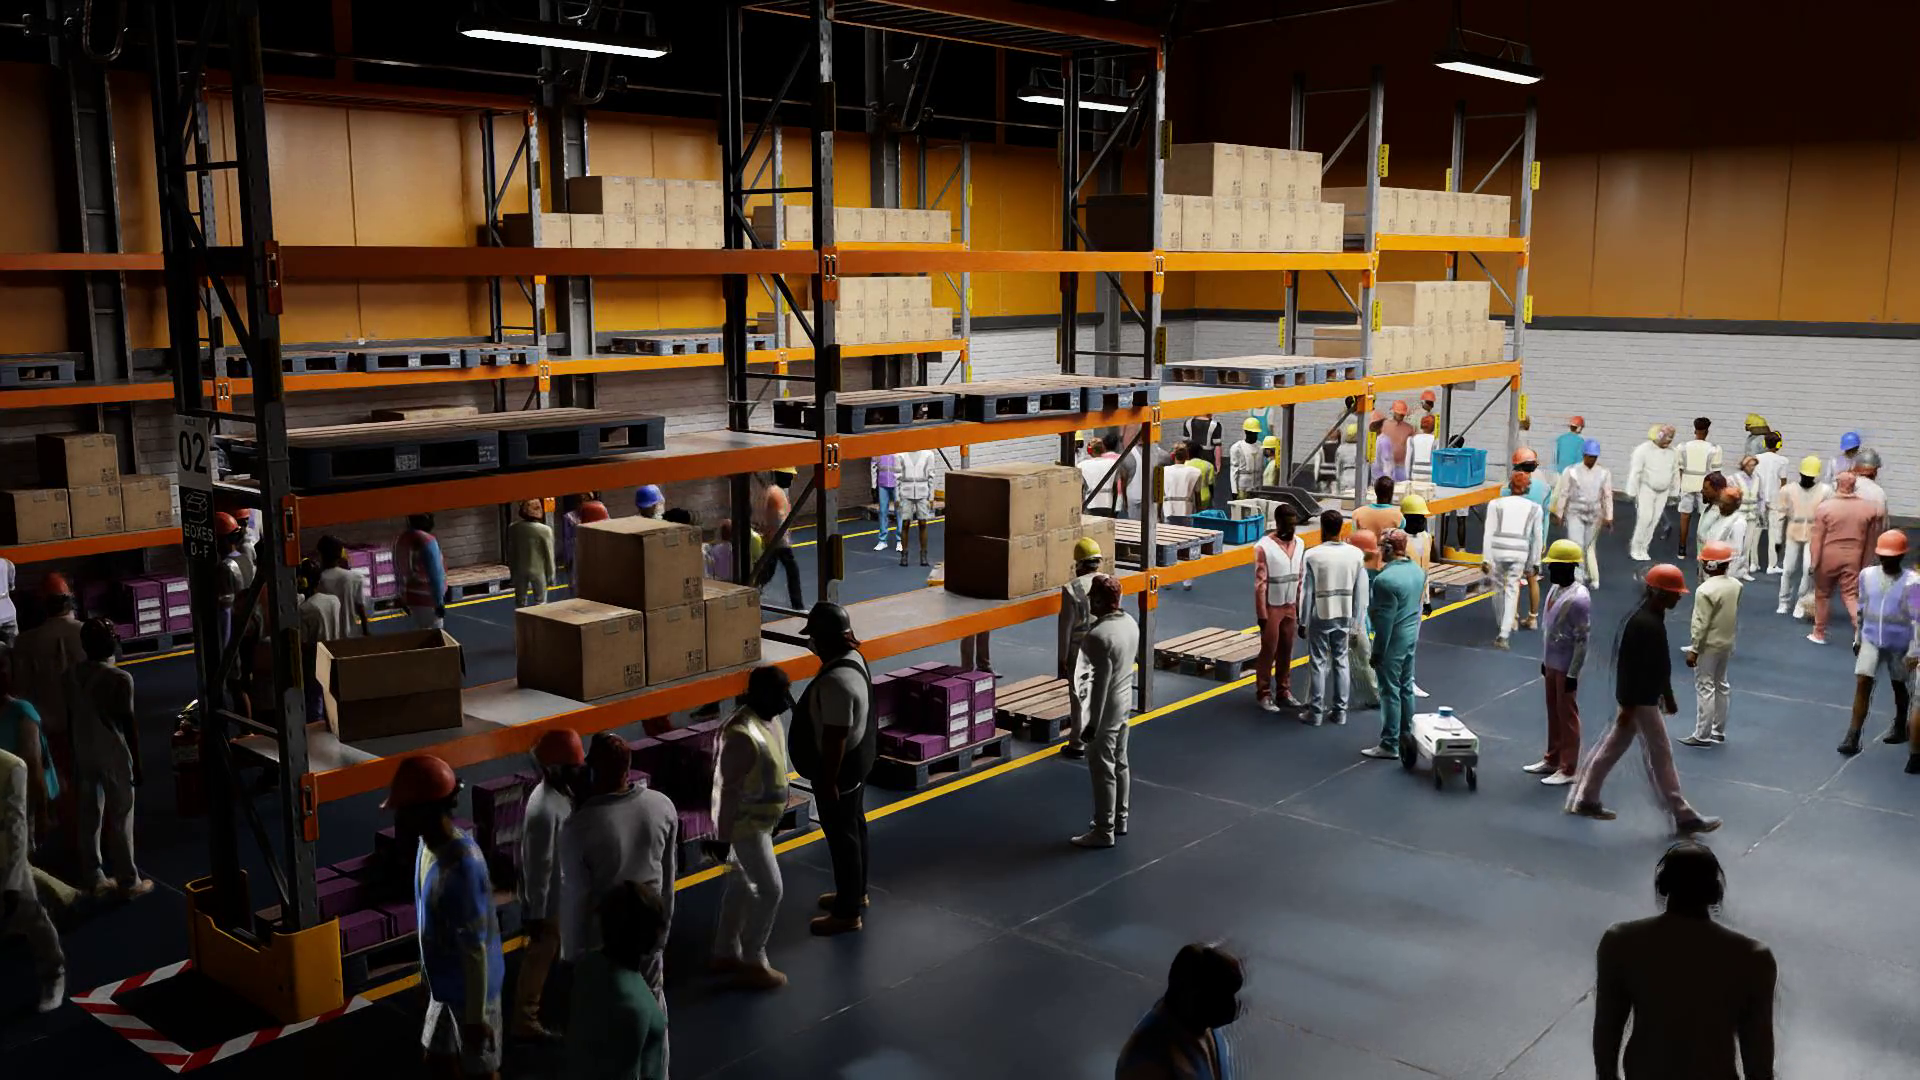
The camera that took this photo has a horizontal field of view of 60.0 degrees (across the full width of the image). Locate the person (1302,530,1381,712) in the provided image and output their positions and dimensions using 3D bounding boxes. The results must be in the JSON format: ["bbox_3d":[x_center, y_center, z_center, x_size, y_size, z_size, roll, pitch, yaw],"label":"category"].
[{"bbox_3d":[3.512,0.741,14.962,0.917,1.687,0.557,-3,10,-18],"label":"person"}]

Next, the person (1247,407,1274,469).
[{"bbox_3d":[5.270,-1.720,29.227,0.519,1.817,0.478,5,11,27],"label":"person"}]

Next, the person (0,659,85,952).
[{"bbox_3d":[-5.509,1.542,9.726,0.635,1.818,0.507,6,11,33],"label":"person"}]

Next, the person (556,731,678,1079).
[{"bbox_3d":[-1.620,1.828,7.774,0.409,1.908,0.639,8,13,40],"label":"person"}]

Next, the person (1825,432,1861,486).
[{"bbox_3d":[11.567,-0.484,21.696,1.029,1.880,0.623,-9,13,-42],"label":"person"}]

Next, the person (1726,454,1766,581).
[{"bbox_3d":[9.981,-0.281,21.178,0.559,1.630,0.353,-1,10,-8],"label":"person"}]

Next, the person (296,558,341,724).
[{"bbox_3d":[-4.859,1.049,12.576,0.334,1.860,0.510,3,10,18],"label":"person"}]

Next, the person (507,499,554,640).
[{"bbox_3d":[-4.484,0.359,17.387,0.506,1.625,0.300,2,10,11],"label":"person"}]

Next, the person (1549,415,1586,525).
[{"bbox_3d":[9.385,-1.077,25.707,0.872,1.711,0.562,-6,11,-32],"label":"person"}]

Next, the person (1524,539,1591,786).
[{"bbox_3d":[4.683,0.947,12.972,0.366,1.926,0.592,0,10,-3],"label":"person"}]

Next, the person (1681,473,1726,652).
[{"bbox_3d":[7.717,0.267,17.060,0.392,1.919,0.591,2,10,9],"label":"person"}]

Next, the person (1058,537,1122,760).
[{"bbox_3d":[1.049,0.887,13.649,0.596,1.824,0.403,-6,11,-31],"label":"person"}]

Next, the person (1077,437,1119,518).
[{"bbox_3d":[1.758,-0.396,21.303,0.561,1.828,0.419,-2,10,-11],"label":"person"}]

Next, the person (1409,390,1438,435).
[{"bbox_3d":[7.592,-1.495,27.384,0.619,1.982,0.559,-6,11,-30],"label":"person"}]

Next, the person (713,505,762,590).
[{"bbox_3d":[-2.232,0.396,17.026,0.524,1.669,0.737,4,10,23],"label":"person"}]

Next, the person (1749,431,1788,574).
[{"bbox_3d":[10.575,-0.497,21.756,0.330,1.874,0.518,-8,12,-40],"label":"person"}]

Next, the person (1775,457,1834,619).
[{"bbox_3d":[9.643,-0.036,19.000,0.602,1.883,0.578,5,11,28],"label":"person"}]

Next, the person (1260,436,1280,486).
[{"bbox_3d":[4.153,-0.512,22.196,0.337,1.760,0.524,3,10,15],"label":"person"}]

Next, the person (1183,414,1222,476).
[{"bbox_3d":[3.706,-1.191,25.438,0.611,2.032,0.411,4,10,25],"label":"person"}]

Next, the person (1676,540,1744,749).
[{"bbox_3d":[6.295,0.868,13.950,0.563,1.754,0.321,-7,12,-36],"label":"person"}]

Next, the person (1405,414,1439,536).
[{"bbox_3d":[6.683,-0.862,23.902,0.574,1.882,0.358,7,12,37],"label":"person"}]

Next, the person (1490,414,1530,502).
[{"bbox_3d":[9.008,-1.259,27.065,0.597,1.613,0.528,-3,10,-16],"label":"person"}]

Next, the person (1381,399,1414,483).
[{"bbox_3d":[6.726,-1.201,25.724,0.645,1.982,0.443,-1,10,-5],"label":"person"}]

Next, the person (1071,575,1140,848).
[{"bbox_3d":[0.996,1.185,11.609,0.408,1.906,0.651,5,11,26],"label":"person"}]

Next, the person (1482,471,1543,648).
[{"bbox_3d":[5.895,0.188,17.752,0.598,1.836,0.927,3,10,17],"label":"person"}]

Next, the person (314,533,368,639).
[{"bbox_3d":[-5.149,0.866,13.727,0.522,1.847,0.492,-6,11,-30],"label":"person"}]

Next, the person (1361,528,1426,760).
[{"bbox_3d":[3.538,0.842,13.665,0.402,1.904,0.652,8,12,39],"label":"person"}]

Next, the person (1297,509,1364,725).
[{"bbox_3d":[3.254,0.685,14.601,0.597,1.909,0.405,-3,10,-18],"label":"person"}]

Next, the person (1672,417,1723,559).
[{"bbox_3d":[10.070,-0.705,22.721,0.614,1.962,0.365,6,11,32],"label":"person"}]

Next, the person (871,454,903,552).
[{"bbox_3d":[-0.970,-0.794,23.363,0.596,1.925,0.372,2,10,13],"label":"person"}]

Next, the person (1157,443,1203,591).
[{"bbox_3d":[2.702,-0.279,20.552,0.561,1.838,0.392,2,10,10],"label":"person"}]

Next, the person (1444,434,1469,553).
[{"bbox_3d":[6.817,-0.609,22.947,0.535,1.697,0.318,3,10,17],"label":"person"}]

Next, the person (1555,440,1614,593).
[{"bbox_3d":[7.662,-0.271,20.316,0.635,1.893,0.981,0,10,-1],"label":"person"}]

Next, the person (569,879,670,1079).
[{"bbox_3d":[-1.089,2.129,6.000,0.982,1.893,0.645,-4,10,-24],"label":"person"}]

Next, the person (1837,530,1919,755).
[{"bbox_3d":[7.700,0.835,13.811,1.020,1.877,0.552,-8,13,-41],"label":"person"}]

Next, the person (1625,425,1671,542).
[{"bbox_3d":[9.996,-0.804,24.001,0.525,1.740,0.641,-4,10,-24],"label":"person"}]

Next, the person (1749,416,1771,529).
[{"bbox_3d":[12.092,-1.008,25.222,0.488,1.736,0.327,-6,11,-33],"label":"person"}]
